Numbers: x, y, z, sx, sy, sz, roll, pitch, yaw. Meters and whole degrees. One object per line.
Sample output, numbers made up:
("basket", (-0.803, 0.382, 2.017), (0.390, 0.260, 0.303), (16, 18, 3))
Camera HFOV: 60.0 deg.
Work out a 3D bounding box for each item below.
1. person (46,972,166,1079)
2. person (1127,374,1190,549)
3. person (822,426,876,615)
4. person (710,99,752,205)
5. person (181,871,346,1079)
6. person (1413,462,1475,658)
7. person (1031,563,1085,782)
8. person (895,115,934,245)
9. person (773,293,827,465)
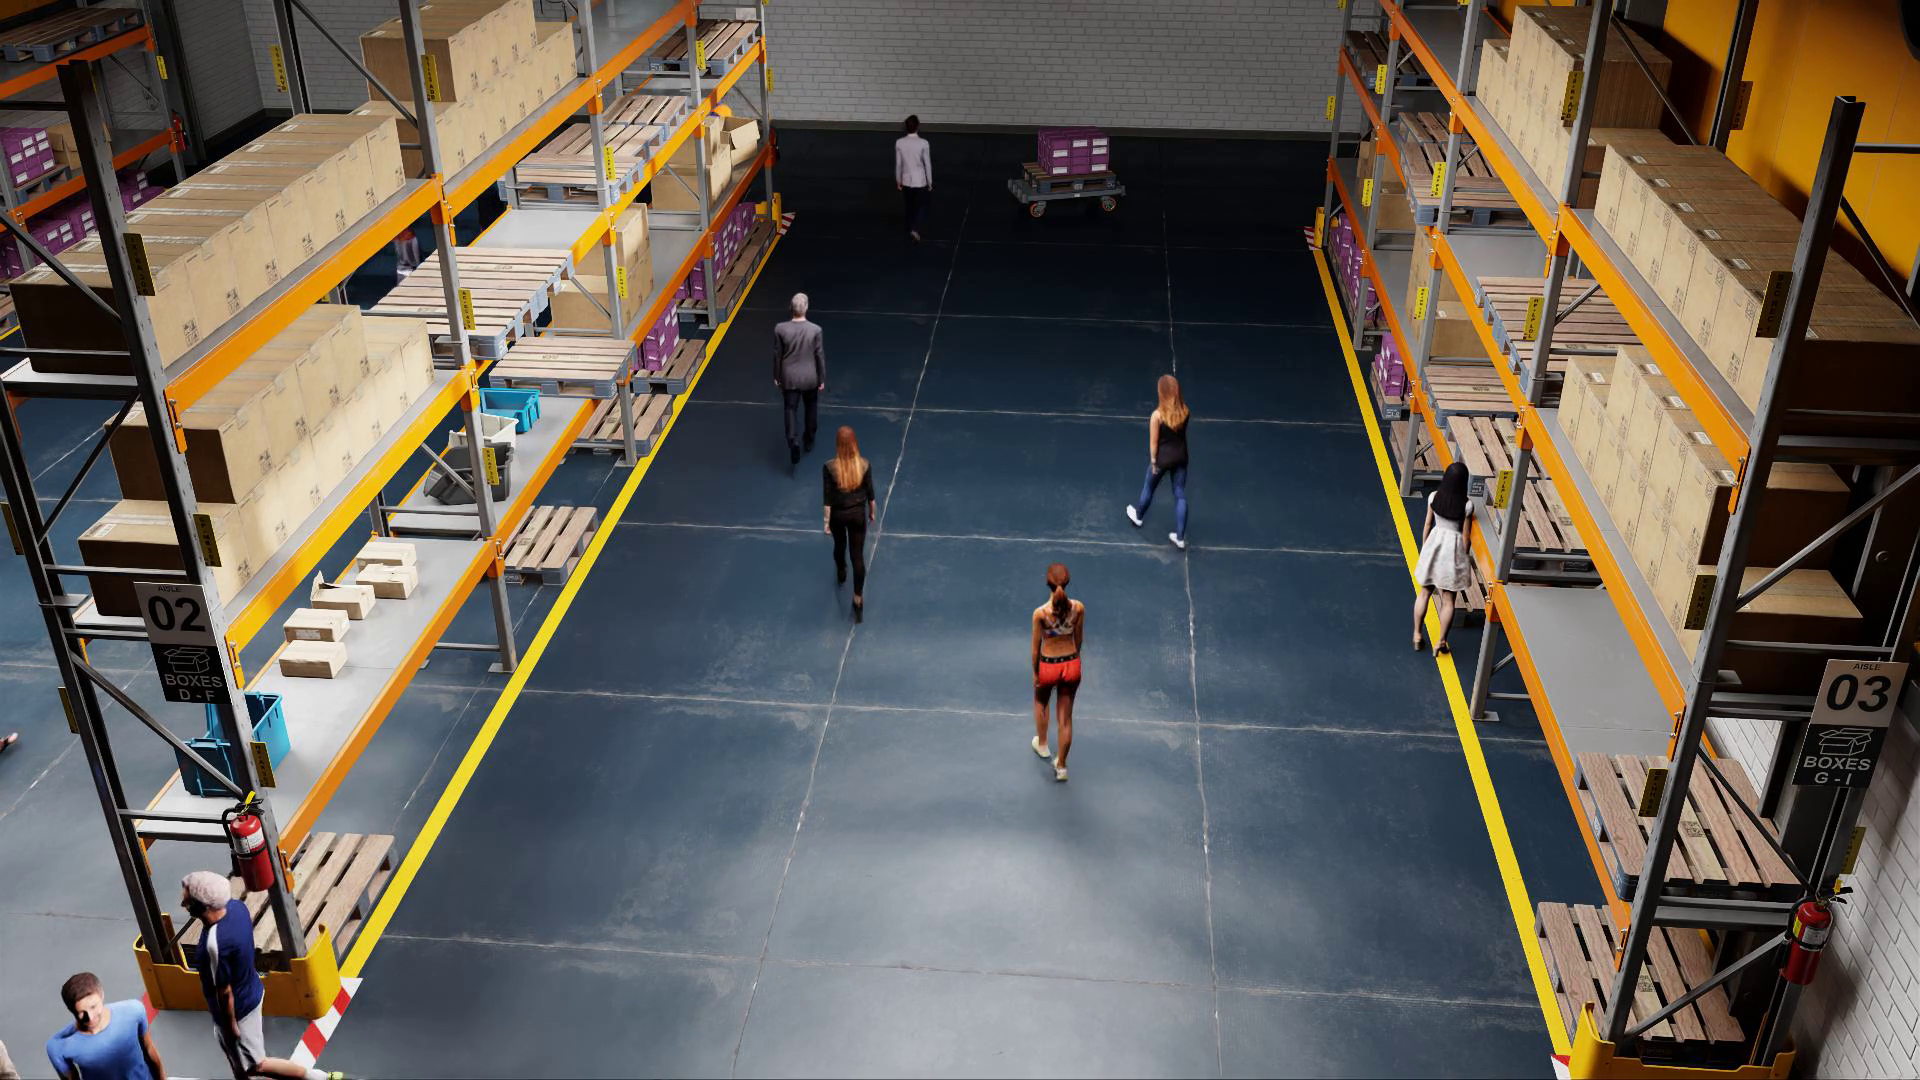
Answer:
("person", (-4.497, 2.956, 8.888), (0.941, 1.839, 1.012), (-20, 34, -32))
("person", (2.028, -0.708, 15.767), (0.862, 1.684, 1.079), (-10, 30, -17))
("person", (-0.976, -0.145, 14.754), (0.782, 1.667, 1.210), (-3, 29, -6))
("person", (-3.523, -5.910, 25.142), (0.899, 1.839, 0.944), (6, 29, 11))
("person", (-4.054, 2.630, 9.507), (0.927, 1.820, 1.080), (-7, 29, -12))
("person", (4.101, 0.158, 14.092), (0.777, 1.769, 0.804), (19, 34, 31))
("person", (0.757, 1.035, 12.483), (0.696, 1.770, 0.838), (-4, 29, -7))
("person", (-0.667, -5.072, 23.602), (0.786, 1.843, 0.912), (8, 30, 15))
("person", (-1.685, -1.674, 17.404), (0.804, 1.814, 1.088), (0, 29, -1))
